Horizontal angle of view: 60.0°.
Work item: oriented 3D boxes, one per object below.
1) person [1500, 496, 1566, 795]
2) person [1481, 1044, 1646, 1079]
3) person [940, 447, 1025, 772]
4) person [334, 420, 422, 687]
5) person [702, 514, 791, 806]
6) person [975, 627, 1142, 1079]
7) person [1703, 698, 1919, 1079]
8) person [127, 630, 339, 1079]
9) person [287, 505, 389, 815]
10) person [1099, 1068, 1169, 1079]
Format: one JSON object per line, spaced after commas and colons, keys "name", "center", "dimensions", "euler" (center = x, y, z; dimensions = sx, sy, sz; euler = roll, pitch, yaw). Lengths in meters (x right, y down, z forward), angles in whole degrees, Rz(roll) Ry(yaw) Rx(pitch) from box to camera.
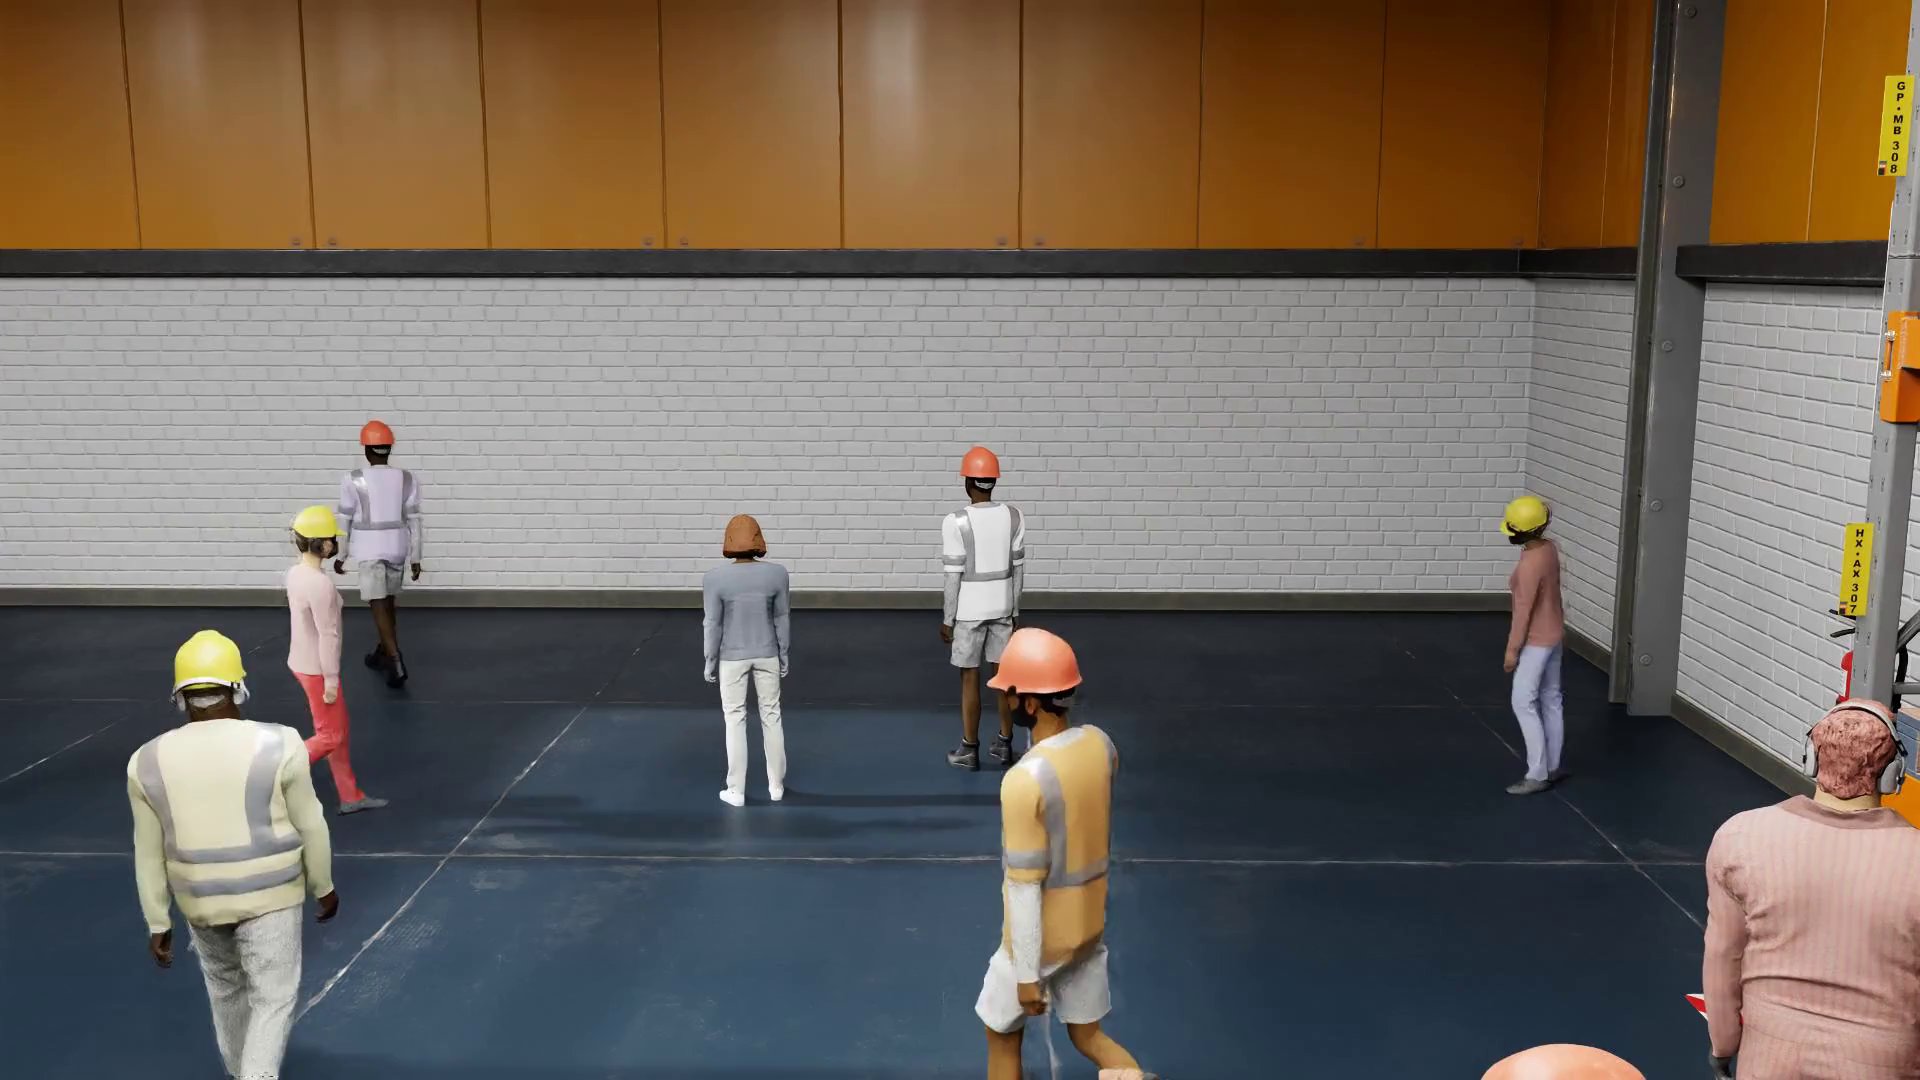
{"name": "person", "center": [3.316, 0.581, 9.561], "dimensions": [0.338, 1.720, 0.683], "euler": [7, 12, 36]}
{"name": "person", "center": [0.792, 1.638, 2.271], "dimensions": [0.394, 2.038, 0.605], "euler": [-7, 12, -36]}
{"name": "person", "center": [0.121, 0.411, 9.919], "dimensions": [0.542, 1.938, 0.357], "euler": [-5, 11, -28]}
{"name": "person", "center": [-4.165, 0.088, 12.020], "dimensions": [0.564, 1.900, 0.992], "euler": [-8, 12, -39]}
{"name": "person", "center": [-1.189, 0.669, 9.285], "dimensions": [0.502, 1.631, 0.286], "euler": [-4, 10, -22]}
{"name": "person", "center": [0.355, 1.217, 5.198], "dimensions": [0.859, 1.910, 0.554], "euler": [8, 12, 39]}
{"name": "person", "center": [2.290, 1.352, 4.374], "dimensions": [0.642, 1.909, 0.410], "euler": [7, 12, 36]}
{"name": "person", "center": [-2.457, 1.195, 5.637], "dimensions": [0.595, 1.802, 0.857], "euler": [0, 9, -2]}
{"name": "person", "center": [-3.461, 0.684, 8.869], "dimensions": [0.740, 1.745, 0.540], "euler": [-7, 12, -37]}
{"name": "person", "center": [0.324, 1.720, 2.962], "dimensions": [0.311, 1.642, 0.513], "euler": [3, 10, 17]}
